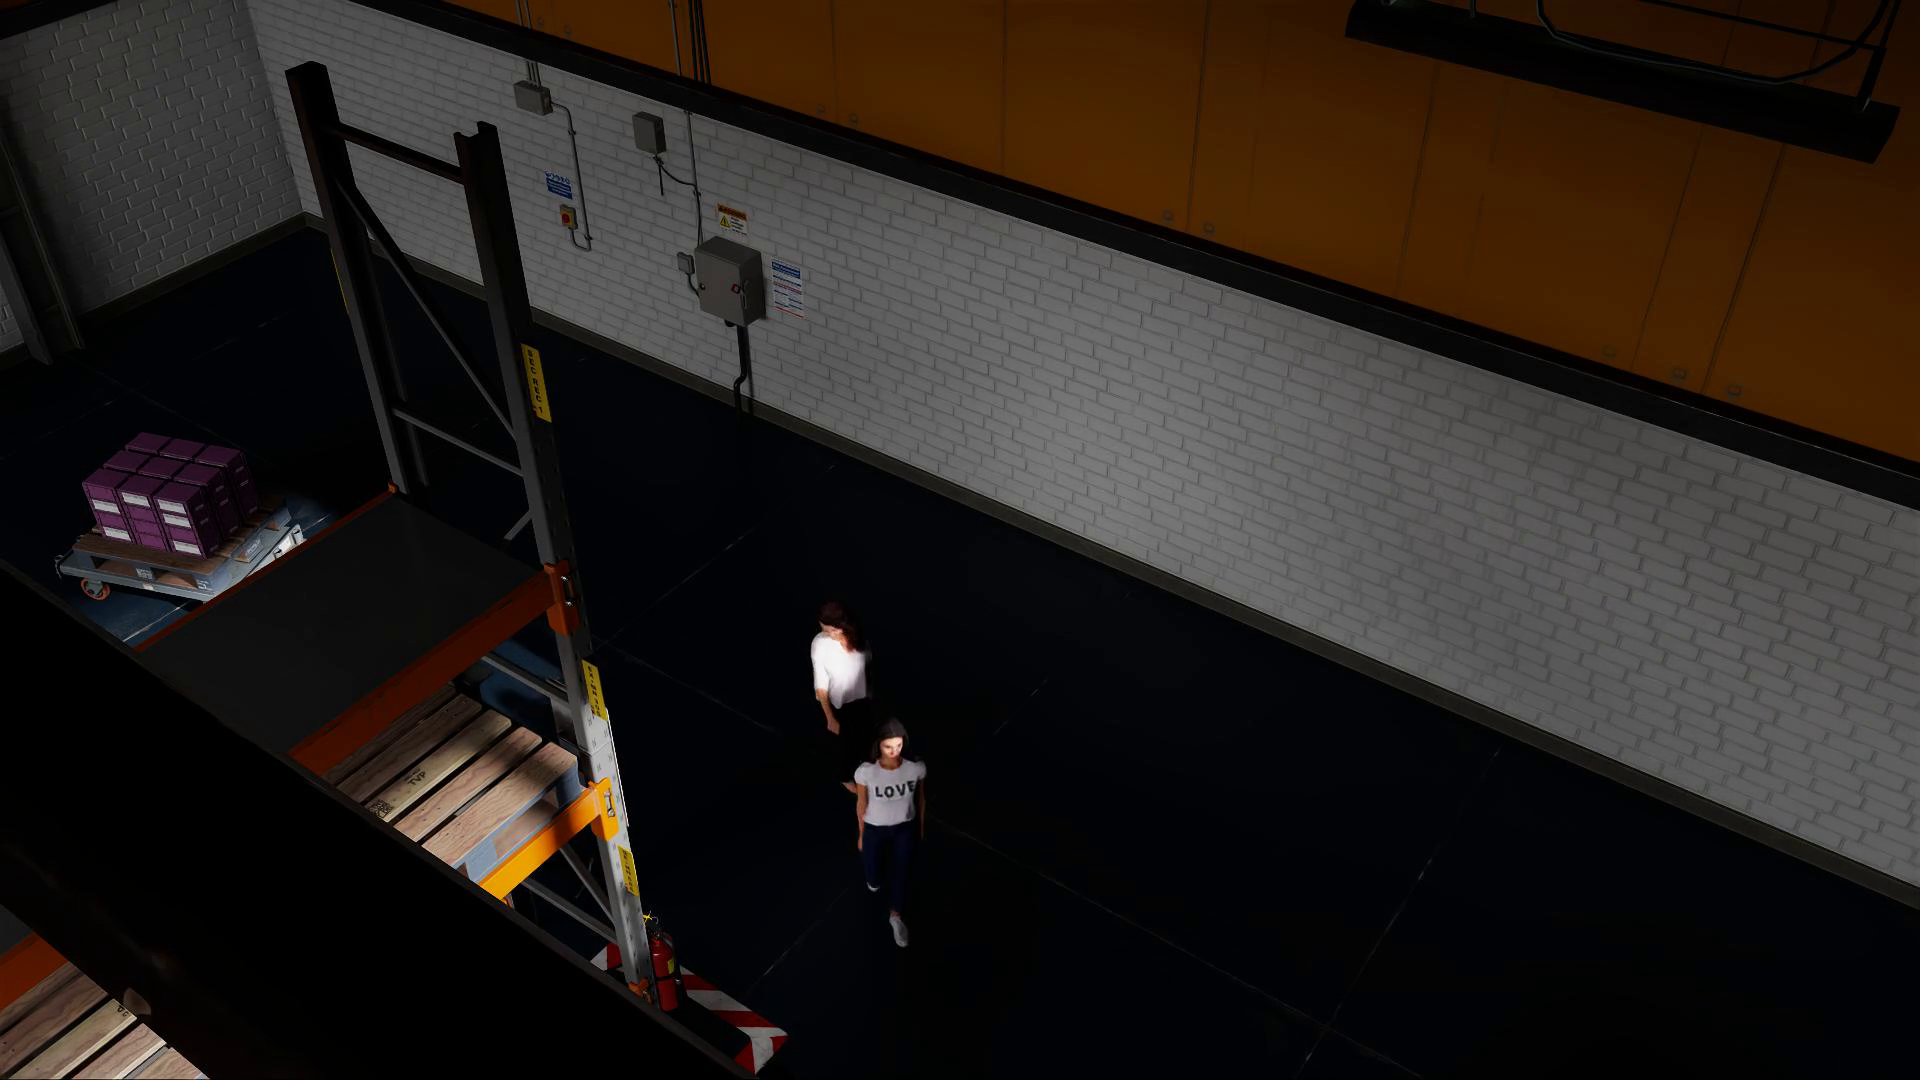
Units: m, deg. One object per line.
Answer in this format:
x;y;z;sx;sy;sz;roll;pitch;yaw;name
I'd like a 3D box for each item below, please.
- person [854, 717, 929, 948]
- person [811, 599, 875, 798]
-0.441;1.692;10.023;0.875;1.762;0.930;-8;39;-9;person
-0.808;1.034;10.850;0.744;1.757;0.584;27;46;30;person
